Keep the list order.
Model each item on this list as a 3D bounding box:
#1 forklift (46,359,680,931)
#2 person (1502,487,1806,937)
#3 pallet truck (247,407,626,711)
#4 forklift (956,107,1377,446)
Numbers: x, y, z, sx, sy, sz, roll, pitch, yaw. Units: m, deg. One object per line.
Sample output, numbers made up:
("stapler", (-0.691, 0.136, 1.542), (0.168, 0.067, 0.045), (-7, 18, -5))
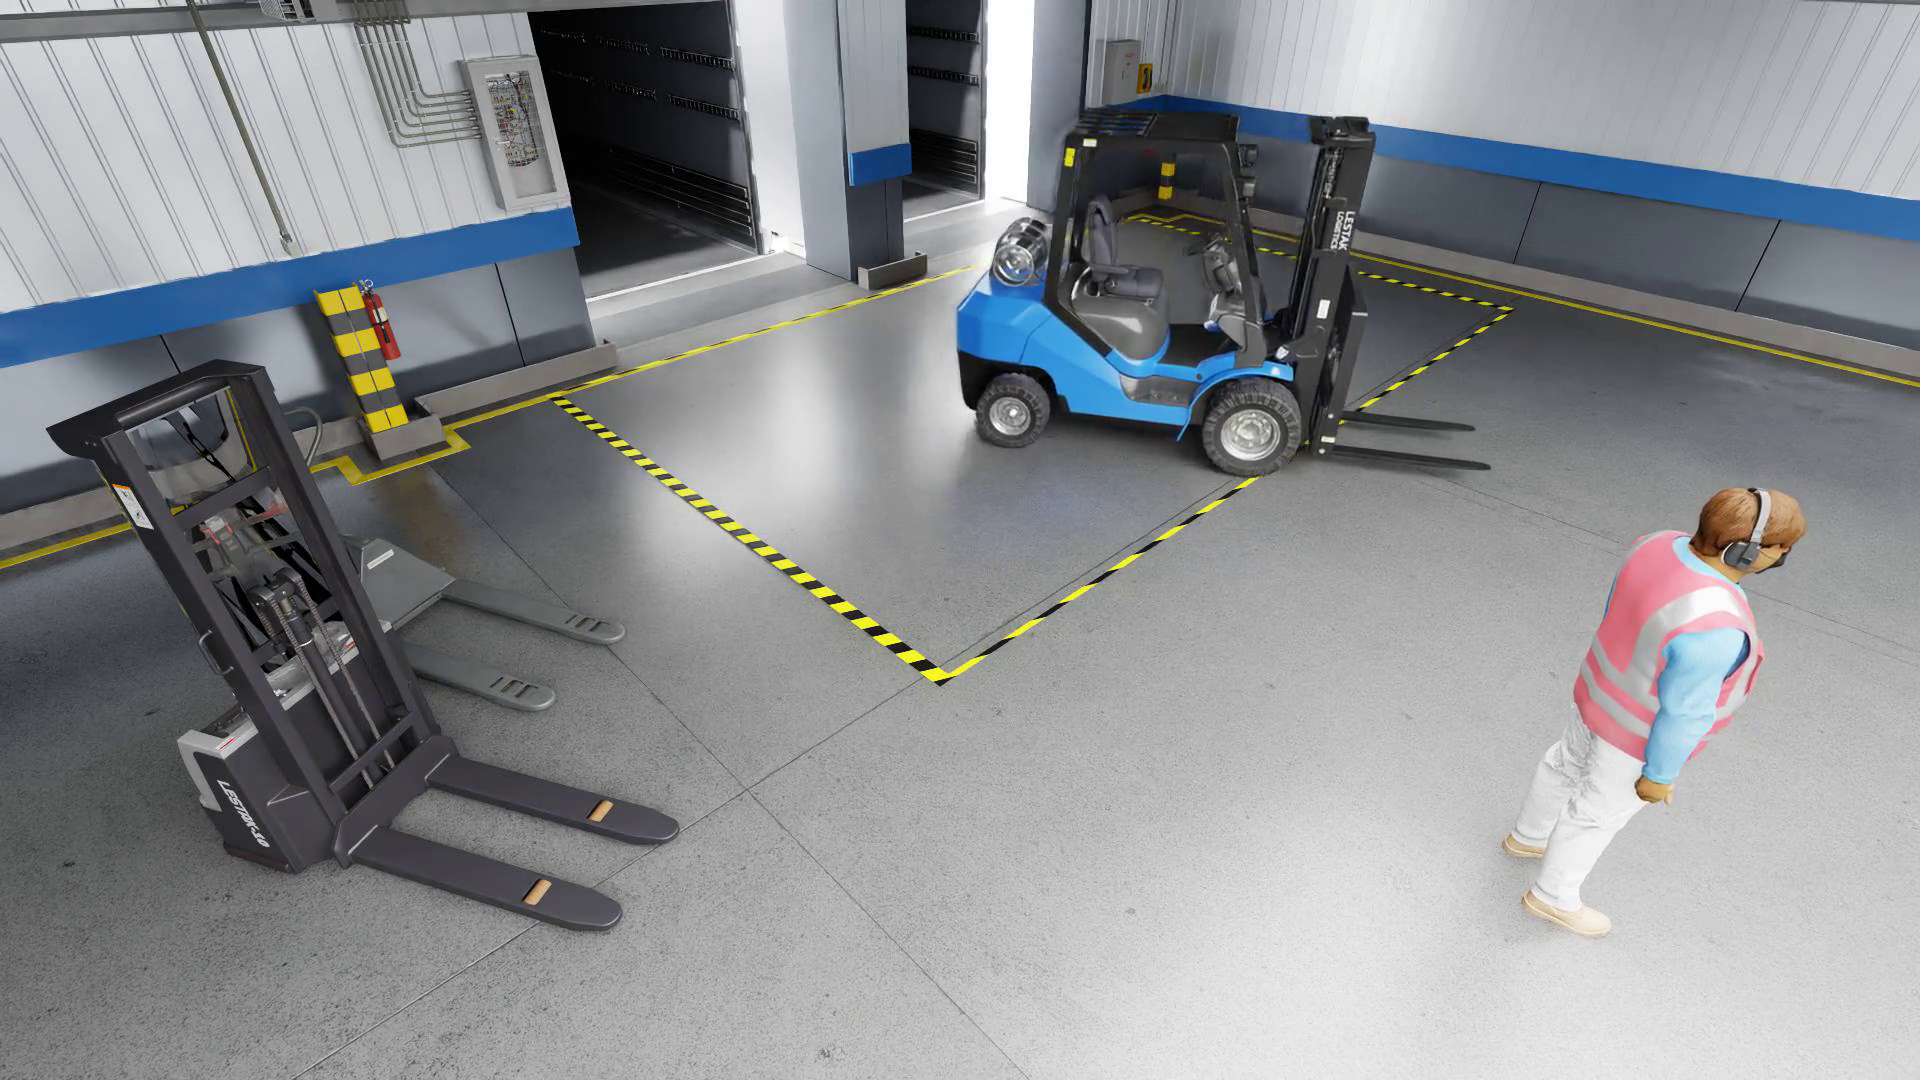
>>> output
("forklift", (-2.135, 0.422, 3.354), (1.885, 1.965, 0.823), (10, 35, 14))
("person", (2.368, 0.622, 3.198), (0.429, 1.842, 0.622), (8, 35, 12))
("pallet truck", (-2.628, 0.038, 4.590), (1.601, 1.201, 0.680), (12, 36, 18))
("forklift", (1.360, -1.857, 6.389), (2.680, 2.036, 1.157), (9, 35, 13))
